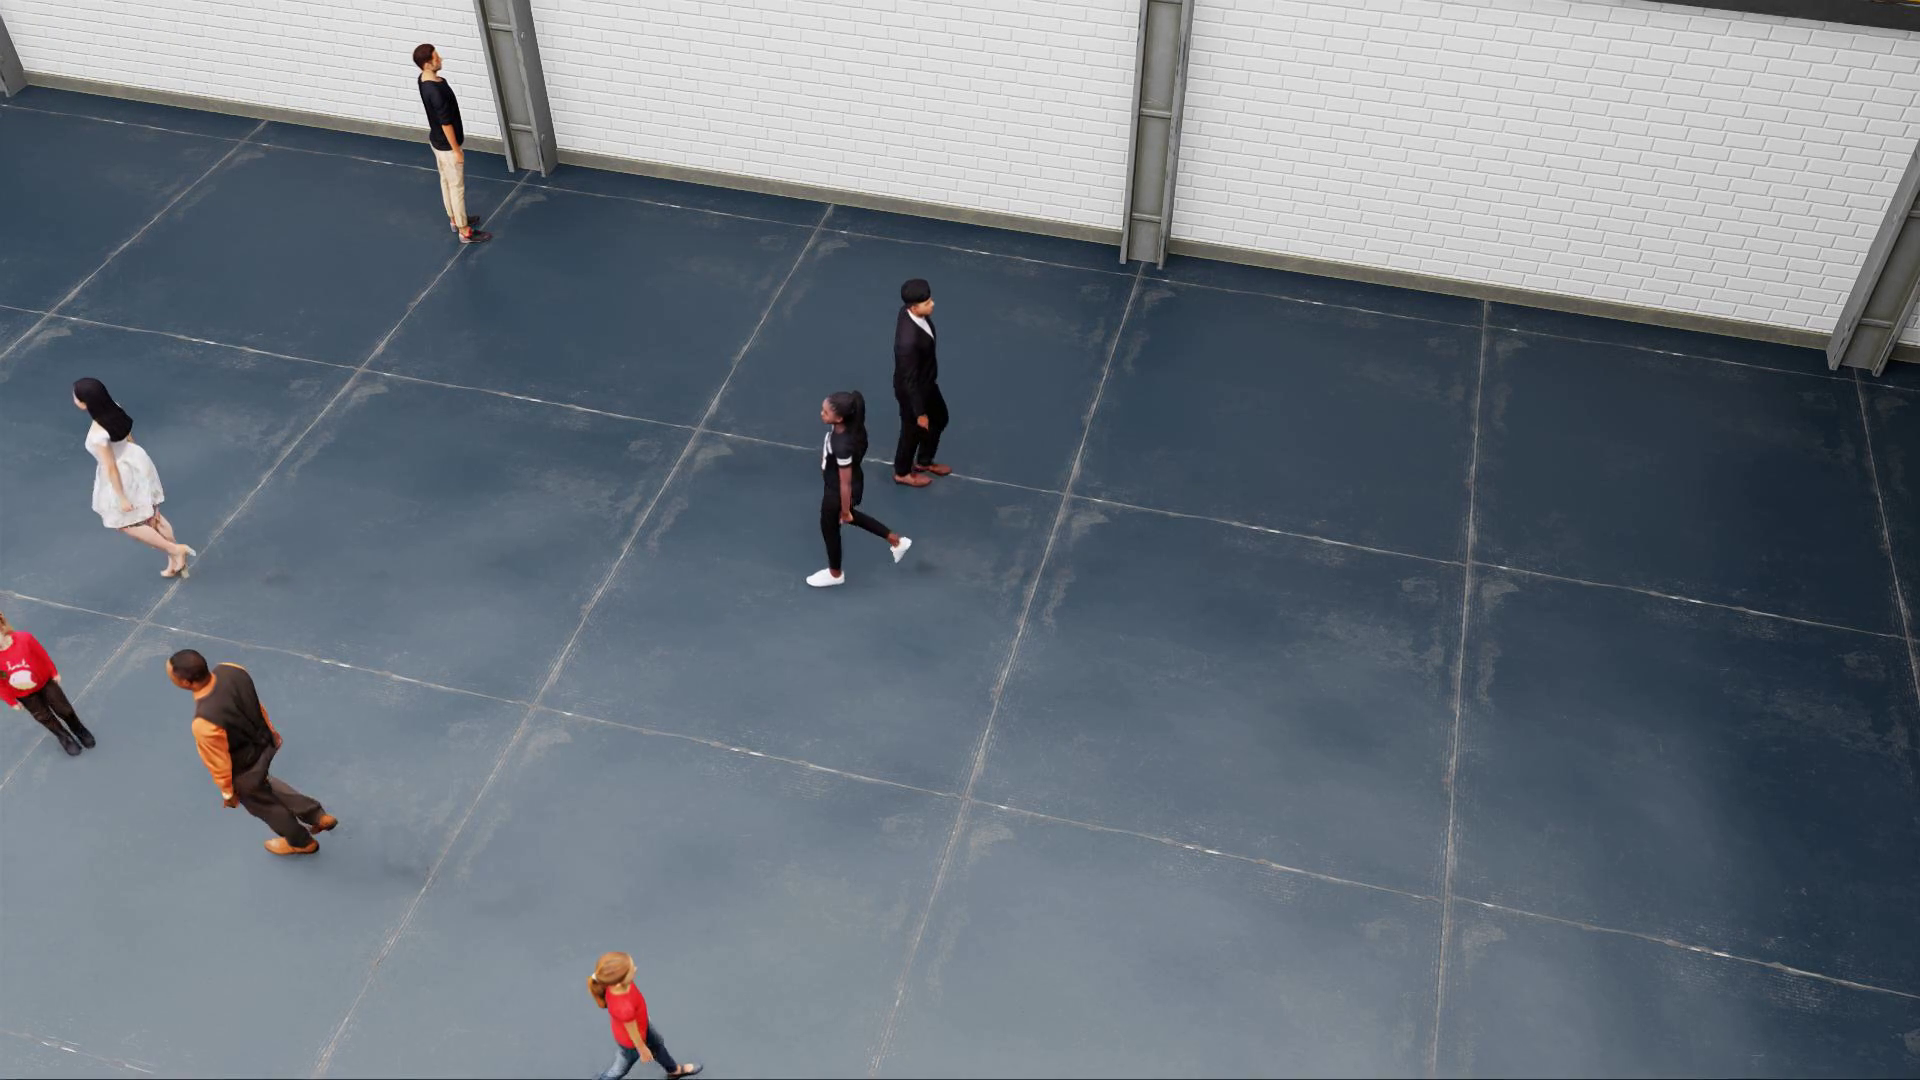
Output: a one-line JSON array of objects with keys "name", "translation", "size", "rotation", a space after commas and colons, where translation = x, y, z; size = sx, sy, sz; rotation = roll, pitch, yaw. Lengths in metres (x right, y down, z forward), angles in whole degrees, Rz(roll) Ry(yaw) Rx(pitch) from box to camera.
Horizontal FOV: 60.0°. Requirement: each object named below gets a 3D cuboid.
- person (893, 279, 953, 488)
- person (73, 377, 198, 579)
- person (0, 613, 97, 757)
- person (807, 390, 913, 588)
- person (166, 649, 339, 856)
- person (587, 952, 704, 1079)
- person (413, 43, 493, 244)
[{"name": "person", "translation": [-0.415, -1.134, 12.162], "size": [0.705, 1.868, 0.758], "rotation": [5, 44, 6]}, {"name": "person", "translation": [-5.626, -0.388, 11.453], "size": [0.811, 1.765, 0.735], "rotation": [-1, 44, -1]}, {"name": "person", "translation": [-5.876, 0.881, 10.480], "size": [0.635, 1.269, 0.594], "rotation": [34, 53, 30]}, {"name": "person", "translation": [-0.724, -0.350, 11.452], "size": [1.066, 1.712, 0.802], "rotation": [-2, 44, -2]}, {"name": "person", "translation": [-4.016, 1.283, 9.611], "size": [0.848, 1.886, 0.794], "rotation": [6, 44, 6]}, {"name": "person", "translation": [-1.788, 2.580, 8.680], "size": [0.957, 1.293, 0.790], "rotation": [-12, 45, -13]}, {"name": "person", "translation": [-4.536, -3.502, 14.654], "size": [0.757, 1.859, 0.705], "rotation": [-20, 47, -20]}]
